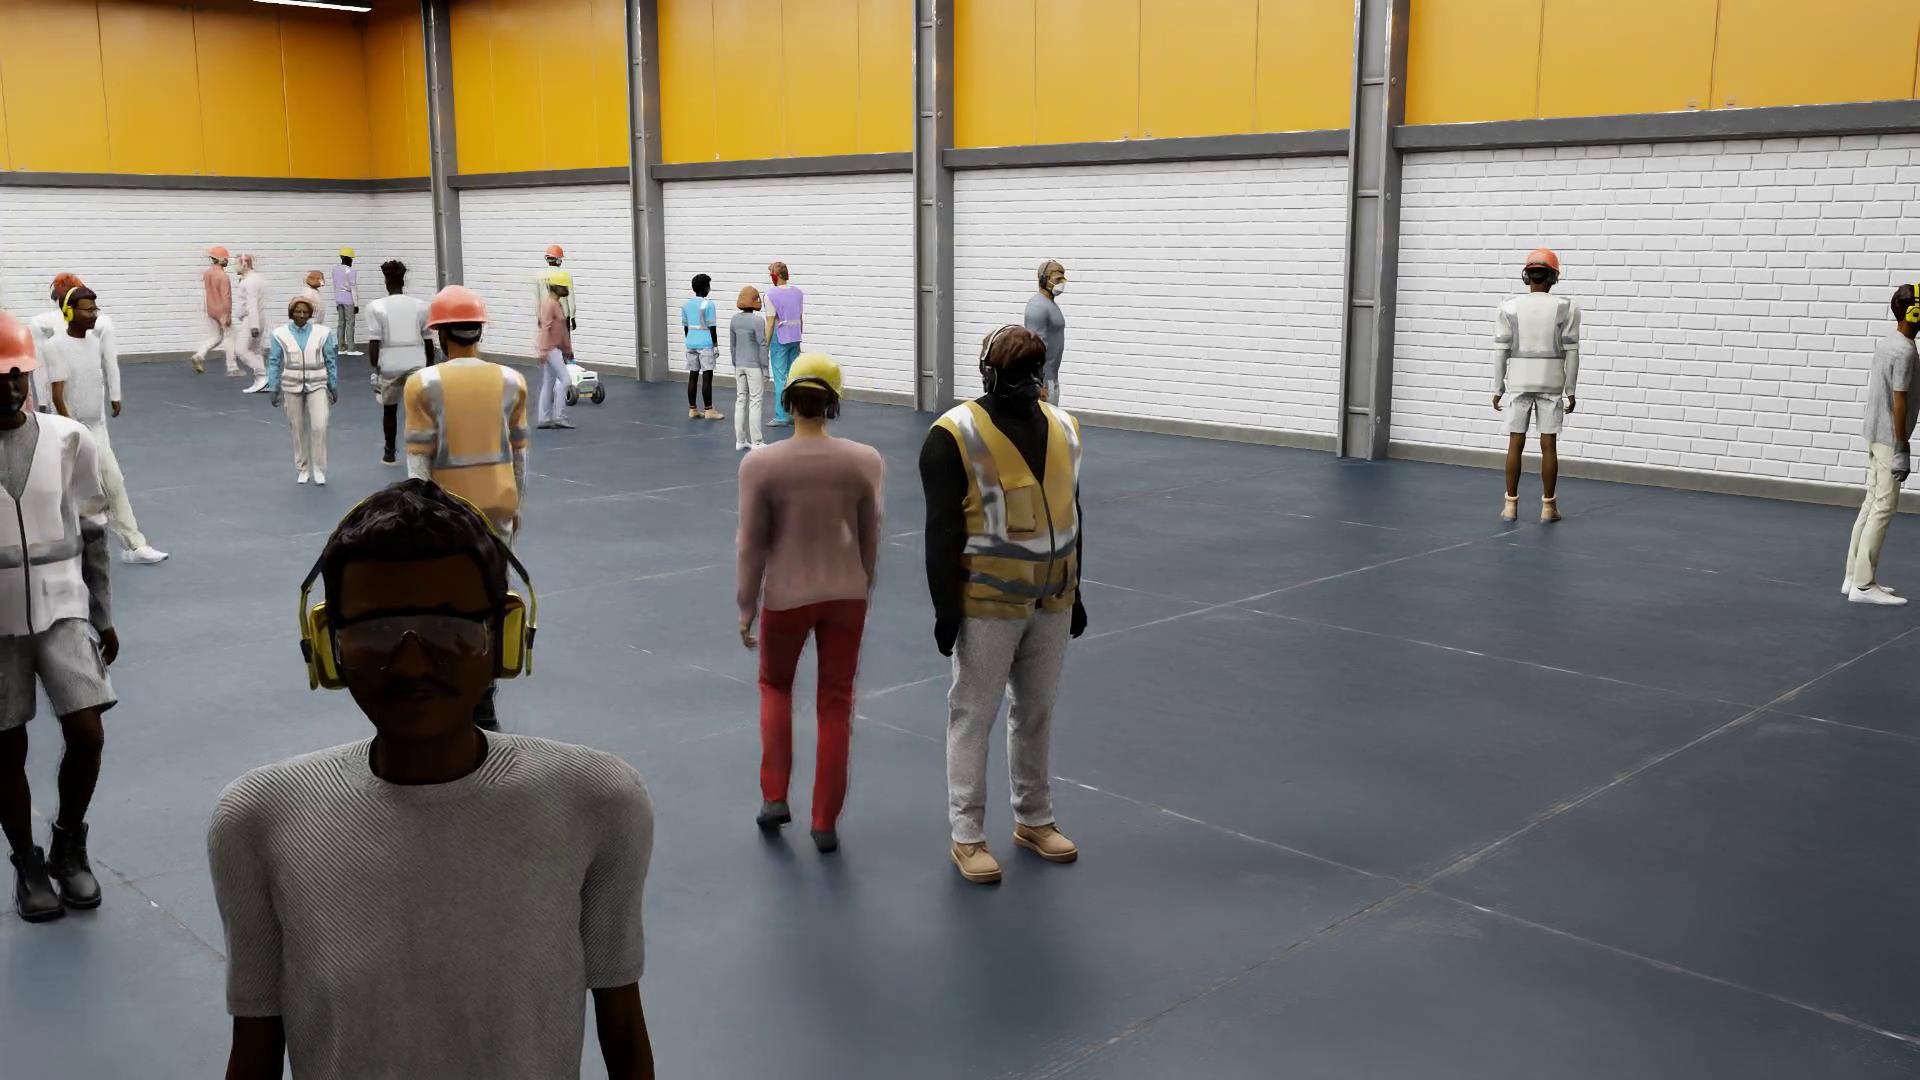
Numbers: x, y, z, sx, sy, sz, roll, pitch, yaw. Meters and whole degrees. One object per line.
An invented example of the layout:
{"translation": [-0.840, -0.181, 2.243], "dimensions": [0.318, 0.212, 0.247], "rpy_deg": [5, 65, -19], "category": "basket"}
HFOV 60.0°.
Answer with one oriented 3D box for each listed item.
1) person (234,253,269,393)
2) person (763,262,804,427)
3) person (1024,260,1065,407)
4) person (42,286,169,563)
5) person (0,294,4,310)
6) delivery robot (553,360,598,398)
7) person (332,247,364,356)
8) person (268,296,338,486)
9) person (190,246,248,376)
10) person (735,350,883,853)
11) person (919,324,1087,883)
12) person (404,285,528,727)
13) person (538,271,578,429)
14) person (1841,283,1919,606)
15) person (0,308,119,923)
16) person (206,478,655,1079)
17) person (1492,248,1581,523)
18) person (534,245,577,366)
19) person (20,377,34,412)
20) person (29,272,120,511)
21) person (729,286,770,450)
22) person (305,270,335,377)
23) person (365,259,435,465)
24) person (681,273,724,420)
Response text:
{"translation": [-9.583, -2.910, 22.416], "dimensions": [0.433, 1.887, 0.676], "rpy_deg": [-4, 11, -19], "category": "person"}
{"translation": [-1.961, -2.170, 18.532], "dimensions": [0.390, 1.838, 0.562], "rpy_deg": [8, 13, 37], "category": "person"}
{"translation": [0.686, -1.282, 13.425], "dimensions": [0.375, 1.936, 0.627], "rpy_deg": [2, 11, 12], "category": "person"}
{"translation": [-5.713, -0.726, 10.755], "dimensions": [1.027, 1.810, 0.507], "rpy_deg": [3, 11, 15], "category": "person"}
{"translation": [-13.058, -2.827, 22.196], "dimensions": [0.934, 1.801, 0.648], "rpy_deg": [-6, 12, -30], "category": "person"}
{"translation": [-4.923, -2.042, 21.080], "dimensions": [0.707, 0.478, 0.477], "rpy_deg": [9, 13, 39], "category": "delivery robot"}
{"translation": [-10.890, -4.236, 29.584], "dimensions": [0.585, 1.919, 0.391], "rpy_deg": [6, 12, 31], "category": "person"}
{"translation": [-5.590, -1.259, 14.161], "dimensions": [0.553, 1.608, 0.691], "rpy_deg": [-4, 11, -20], "category": "person"}
{"translation": [-11.196, -3.431, 25.017], "dimensions": [0.619, 1.977, 0.711], "rpy_deg": [7, 13, 34], "category": "person"}
{"translation": [-0.526, 0.213, 5.831], "dimensions": [0.532, 1.736, 0.540], "rpy_deg": [-3, 11, -14], "category": "person"}
{"translation": [0.176, 0.206, 5.566], "dimensions": [0.634, 1.842, 0.429], "rpy_deg": [-7, 13, -34], "category": "person"}
{"translation": [-2.143, -0.146, 7.270], "dimensions": [0.551, 1.912, 0.502], "rpy_deg": [-6, 12, -31], "category": "person"}
{"translation": [-4.404, -2.068, 18.222], "dimensions": [0.588, 1.733, 0.556], "rpy_deg": [0, 10, -1], "category": "person"}
{"translation": [5.404, -0.552, 9.644], "dimensions": [0.332, 1.863, 0.511], "rpy_deg": [3, 11, 17], "category": "person"}
{"translation": [-2.878, 0.253, 5.099], "dimensions": [0.572, 1.916, 0.484], "rpy_deg": [-9, 14, -40], "category": "person"}
{"translation": [-0.589, 0.855, 1.936], "dimensions": [0.514, 1.876, 0.328], "rpy_deg": [-3, 11, -15], "category": "person"}
{"translation": [4.283, -1.141, 12.390], "dimensions": [0.605, 2.033, 0.392], "rpy_deg": [4, 11, 23], "category": "person"}
{"translation": [-5.703, -3.163, 23.516], "dimensions": [0.622, 1.994, 0.381], "rpy_deg": [3, 11, 14], "category": "person"}
{"translation": [-5.838, -0.624, 9.955], "dimensions": [0.549, 1.887, 0.662], "rpy_deg": [3, 11, 18], "category": "person"}
{"translation": [-6.666, -1.090, 12.586], "dimensions": [0.580, 1.866, 0.672], "rpy_deg": [-7, 12, -33], "category": "person"}
{"translation": [-2.069, -1.692, 16.471], "dimensions": [0.507, 1.636, 0.275], "rpy_deg": [9, 14, 41], "category": "person"}
{"translation": [-9.508, -3.175, 24.624], "dimensions": [0.441, 1.617, 0.507], "rpy_deg": [1, 10, 8], "category": "person"}
{"translation": [-5.074, -1.593, 15.173], "dimensions": [0.625, 1.923, 1.005], "rpy_deg": [-7, 12, -33], "category": "person"}
{"translation": [-2.989, -2.230, 19.256], "dimensions": [0.531, 1.692, 0.320], "rpy_deg": [8, 13, 38], "category": "person"}
